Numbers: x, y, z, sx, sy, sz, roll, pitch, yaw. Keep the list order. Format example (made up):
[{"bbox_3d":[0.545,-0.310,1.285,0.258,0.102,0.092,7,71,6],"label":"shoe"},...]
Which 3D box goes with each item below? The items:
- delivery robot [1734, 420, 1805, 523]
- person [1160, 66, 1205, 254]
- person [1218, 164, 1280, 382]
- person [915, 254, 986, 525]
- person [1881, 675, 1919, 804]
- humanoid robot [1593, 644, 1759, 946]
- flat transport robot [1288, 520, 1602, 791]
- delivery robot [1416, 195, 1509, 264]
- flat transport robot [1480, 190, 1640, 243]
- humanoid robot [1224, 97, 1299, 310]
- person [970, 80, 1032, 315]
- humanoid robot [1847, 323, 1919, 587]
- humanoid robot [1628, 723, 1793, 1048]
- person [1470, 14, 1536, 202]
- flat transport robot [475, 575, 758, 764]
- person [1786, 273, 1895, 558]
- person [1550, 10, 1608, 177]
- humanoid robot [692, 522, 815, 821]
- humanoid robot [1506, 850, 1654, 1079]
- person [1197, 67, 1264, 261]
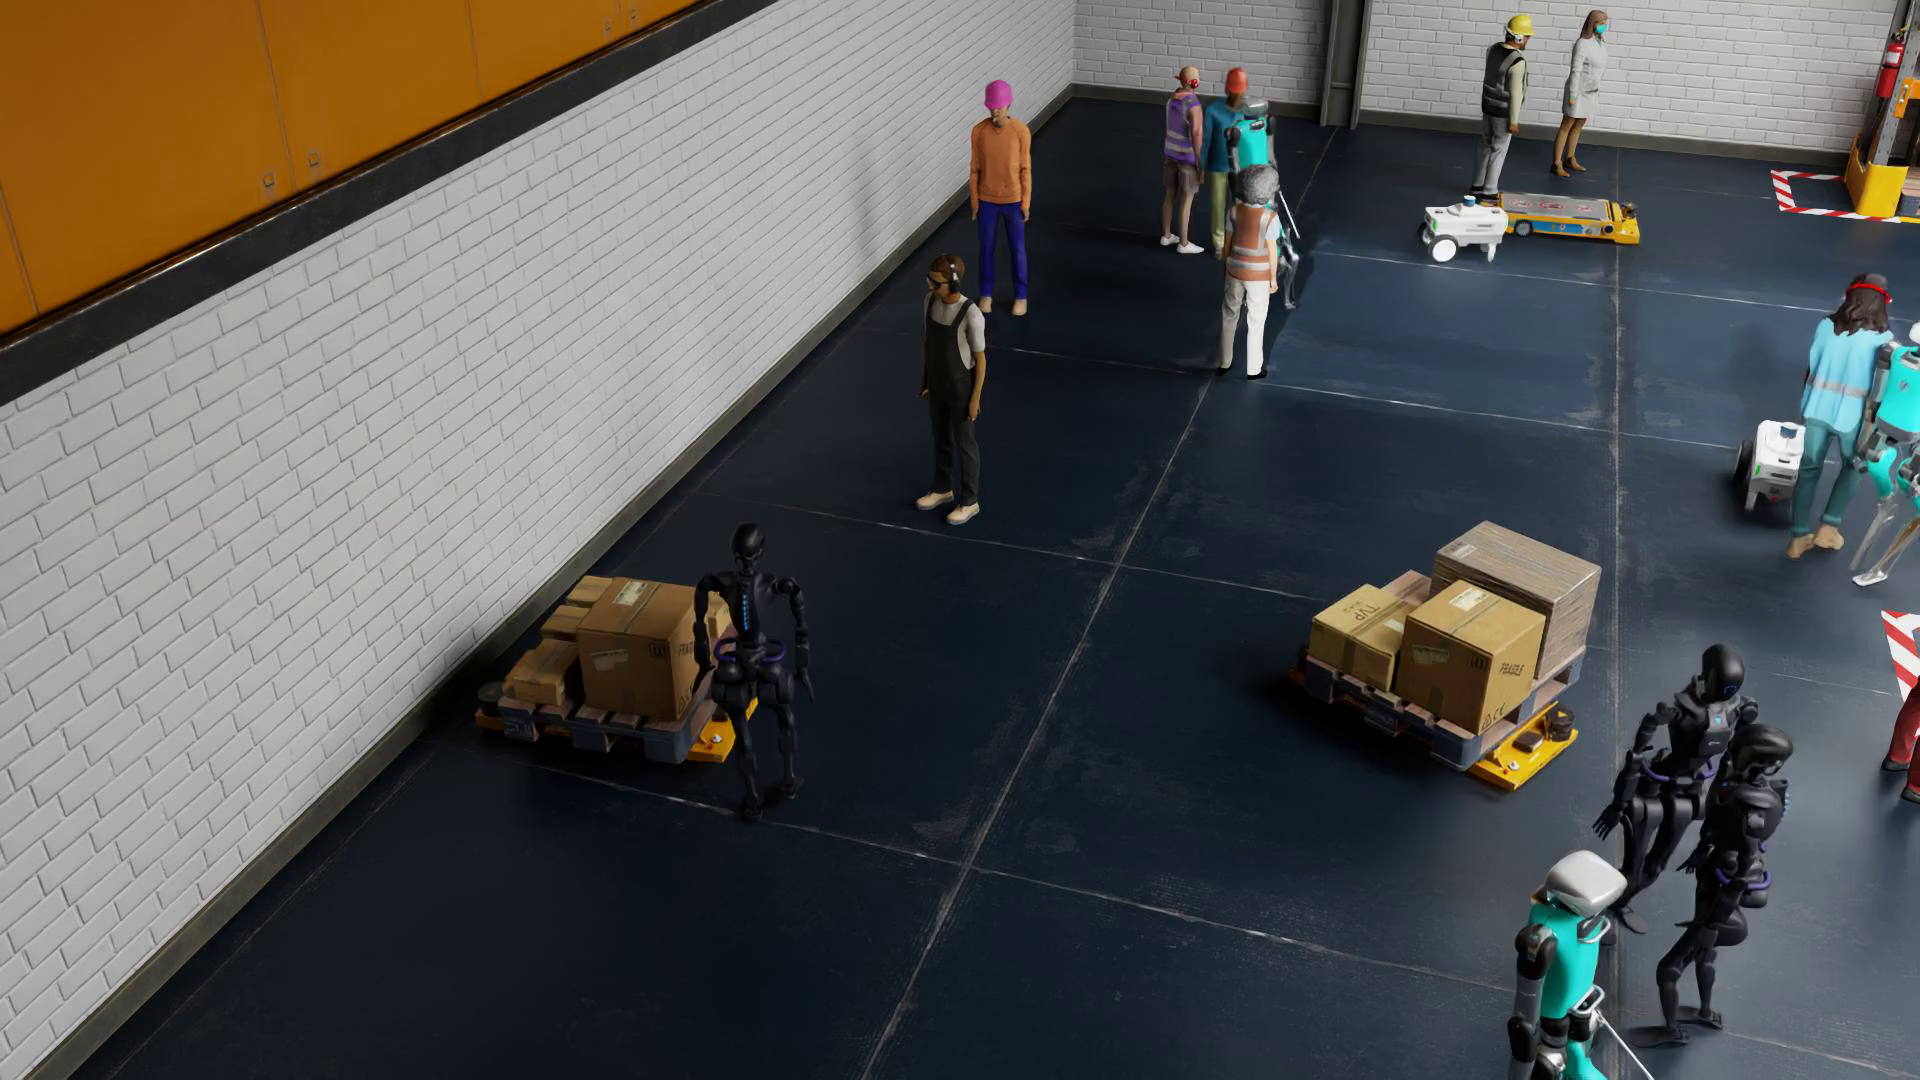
[{"bbox_3d":[5.521,-0.509,11.201,0.499,0.587,0.777,13,33,21],"label":"delivery robot"},{"bbox_3d":[2.023,-3.437,15.065,0.351,1.694,0.480,-17,34,-26],"label":"person"},{"bbox_3d":[2.205,-2.033,12.678,0.455,1.688,0.299,17,35,27],"label":"person"},{"bbox_3d":[-0.059,-0.979,10.737,0.325,1.842,0.512,-26,39,-37],"label":"person"},{"bbox_3d":[4.993,0.525,8.252,0.303,1.772,0.526,3,31,6],"label":"person"},{"bbox_3d":[3.124,1.116,7.352,0.615,1.639,0.408,-5,31,-9],"label":"humanoid robot"},{"bbox_3d":[2.591,0.861,9.161,0.659,0.231,1.431,-26,39,-37],"label":"flat transport robot"},{"bbox_3d":[4.580,-2.843,15.176,0.762,0.590,0.500,0,30,0],"label":"delivery robot"},{"bbox_3d":[5.708,-3.077,15.859,1.431,0.231,0.659,8,31,13],"label":"flat transport robot"},{"bbox_3d":[2.592,-2.722,13.827,0.594,1.787,0.835,-22,37,-32],"label":"humanoid robot"},{"bbox_3d":[0.329,-2.823,13.753,0.517,1.971,0.404,5,31,9],"label":"person"},{"bbox_3d":[5.746,-0.483,10.028,0.688,1.822,0.544,-13,33,-21],"label":"humanoid robot"},{"bbox_3d":[3.125,1.412,6.834,0.392,1.645,0.586,8,31,13],"label":"humanoid robot"},{"bbox_3d":[5.306,-4.215,16.272,0.403,1.817,0.601,-7,31,-12],"label":"person"},{"bbox_3d":[-1.866,0.873,9.141,1.431,0.231,0.659,7,31,12],"label":"flat transport robot"},{"bbox_3d":[5.478,-0.759,10.363,0.525,1.849,0.550,-24,38,-35],"label":"person"},{"bbox_3d":[6.380,-4.566,17.018,0.487,1.659,0.341,-23,37,-33],"label":"person"},{"bbox_3d":[-1.024,0.631,8.160,0.609,1.654,0.368,0,30,0],"label":"humanoid robot"},{"bbox_3d":[2.297,1.952,5.905,0.536,1.767,1.034,-27,40,-37],"label":"humanoid robot"},{"bbox_3d":[2.412,-3.365,14.897,0.578,1.737,0.368,4,31,6],"label":"person"}]
